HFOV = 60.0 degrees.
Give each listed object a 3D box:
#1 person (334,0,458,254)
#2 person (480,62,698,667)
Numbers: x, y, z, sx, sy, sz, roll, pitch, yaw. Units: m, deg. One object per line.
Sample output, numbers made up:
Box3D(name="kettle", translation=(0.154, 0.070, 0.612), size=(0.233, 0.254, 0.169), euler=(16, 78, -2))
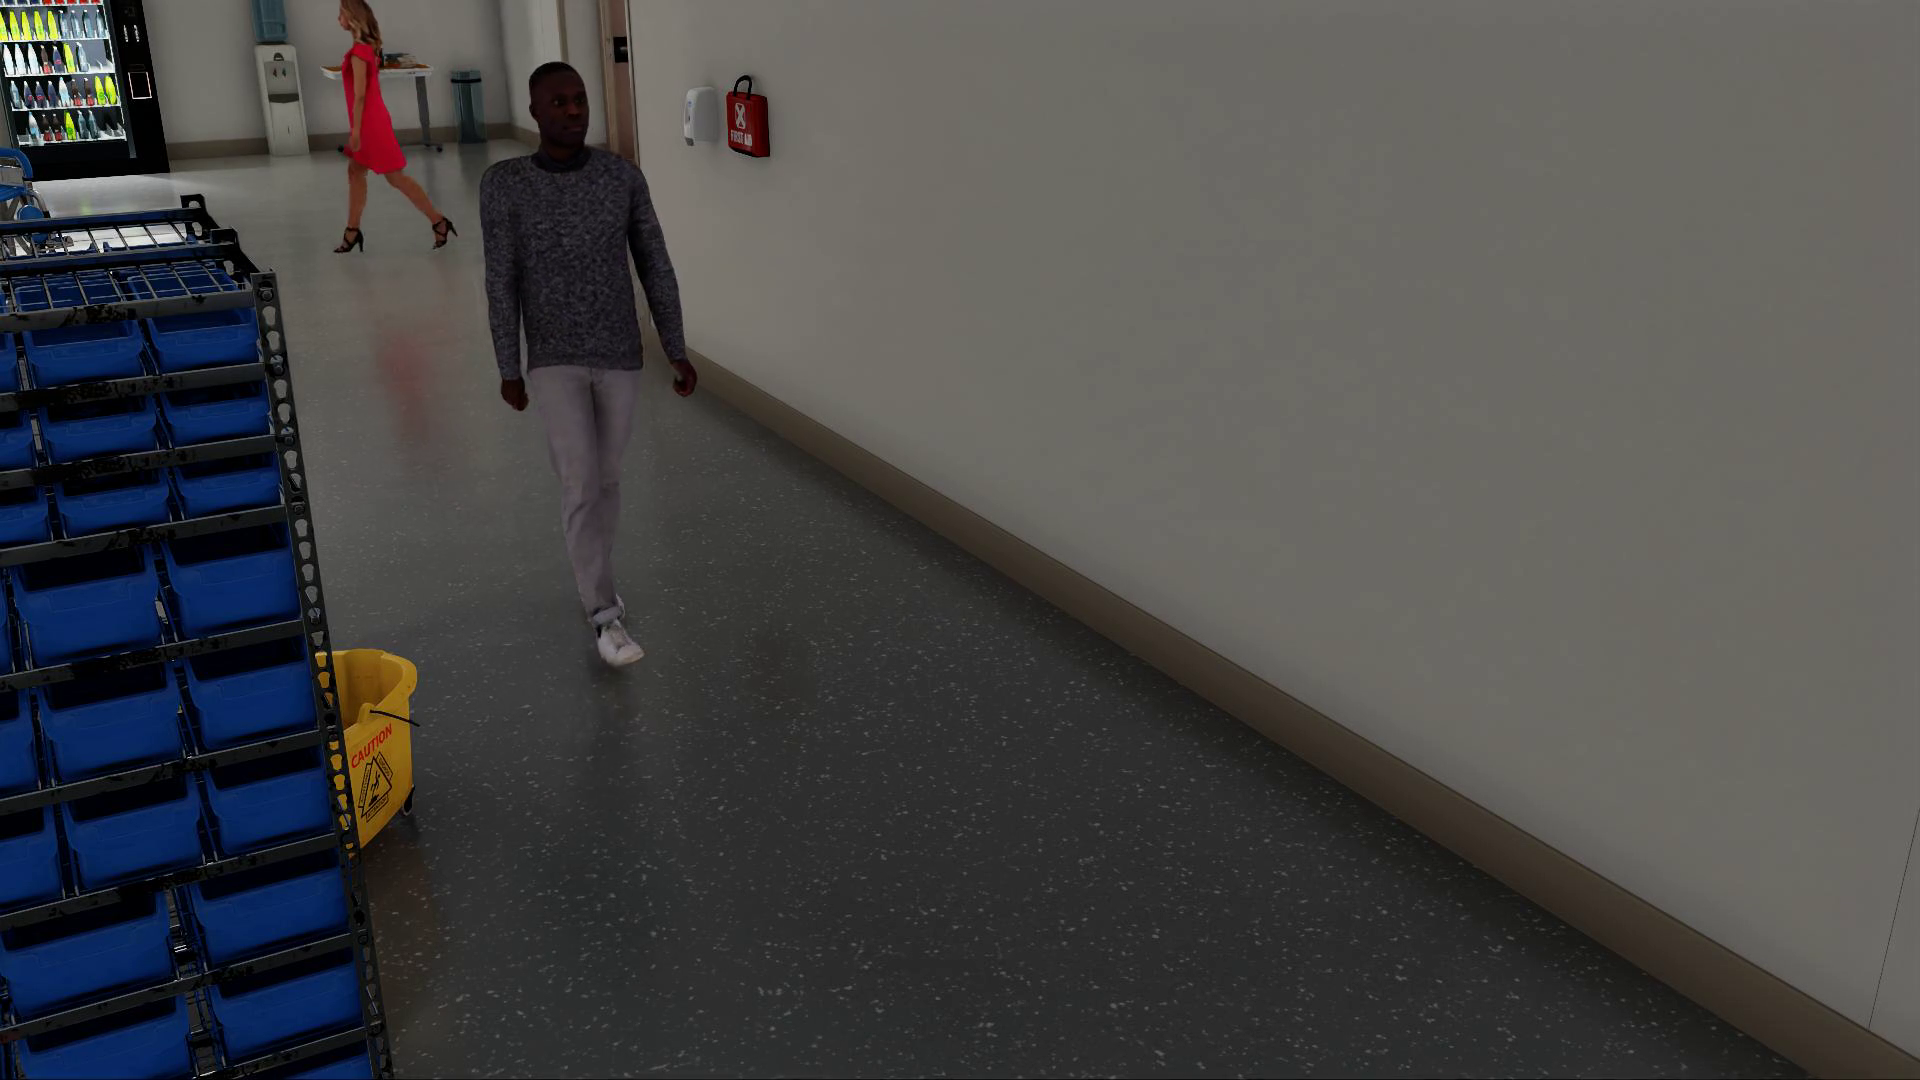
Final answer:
Box3D(name="person", translation=(-3.851, -2.745, 11.205), size=(1.124, 1.679, 0.802), euler=(-4, 21, -11))
Box3D(name="person", translation=(-1.212, -0.568, 5.278), size=(0.977, 1.806, 0.755), euler=(-12, 24, -29))
